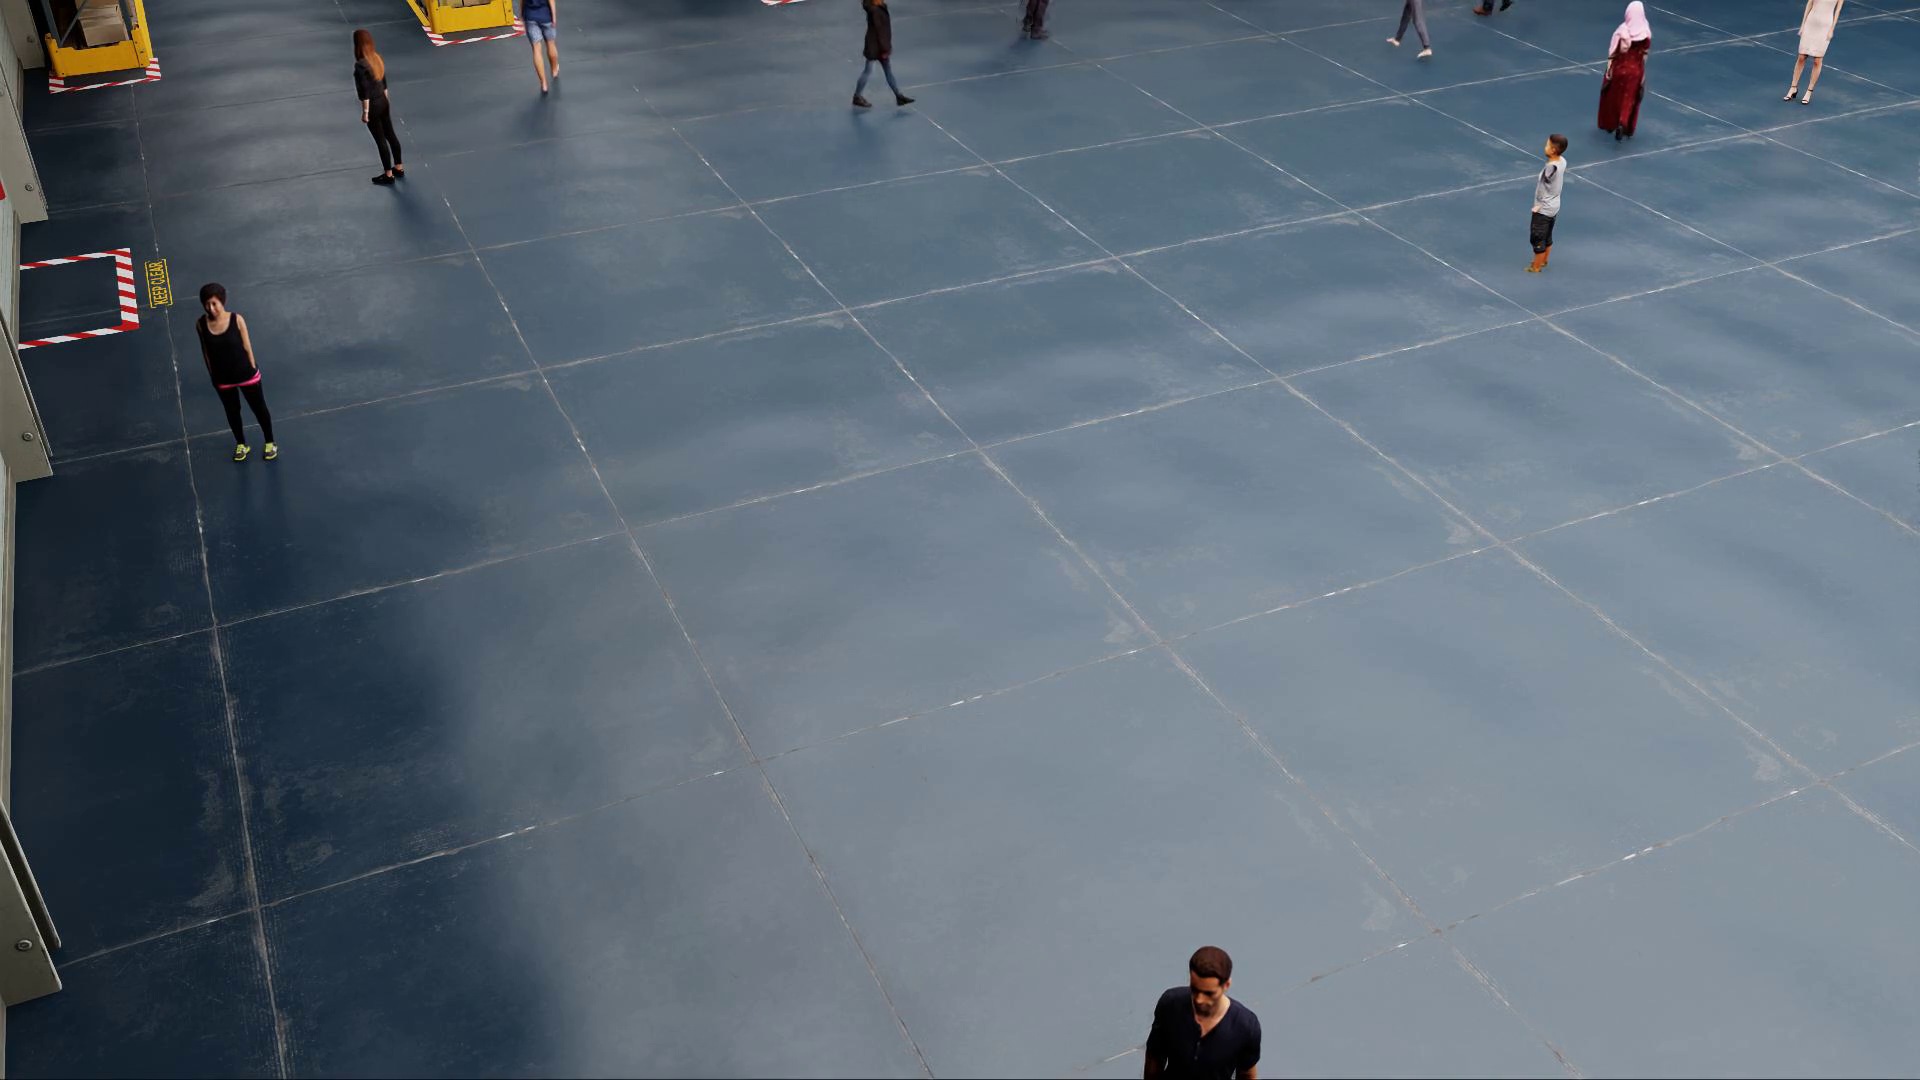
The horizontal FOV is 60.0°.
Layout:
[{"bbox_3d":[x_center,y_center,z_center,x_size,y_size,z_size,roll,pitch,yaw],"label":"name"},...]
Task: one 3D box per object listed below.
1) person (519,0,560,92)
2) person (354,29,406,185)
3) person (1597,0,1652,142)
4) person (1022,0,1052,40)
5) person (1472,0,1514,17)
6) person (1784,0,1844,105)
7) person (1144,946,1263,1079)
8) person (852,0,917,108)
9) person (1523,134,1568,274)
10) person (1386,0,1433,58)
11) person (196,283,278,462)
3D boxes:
[{"bbox_3d":[-5.417,-6.671,21.346,0.850,1.796,1.200,-5,33,-8],"label":"person"},{"bbox_3d":[-6.532,-4.867,18.648,0.733,1.713,0.661,9,34,14],"label":"person"},{"bbox_3d":[7.944,-5.562,19.804,0.997,1.617,1.094,7,34,10],"label":"person"},{"bbox_3d":[1.122,-7.938,23.312,0.778,1.777,0.980,19,37,26],"label":"person"},{"bbox_3d":[7.909,-8.566,24.169,0.854,1.896,0.914,-23,40,-31],"label":"person"},{"bbox_3d":[10.816,-6.437,20.955,0.561,1.831,0.695,26,41,34],"label":"person"},{"bbox_3d":[1.038,2.448,7.268,0.706,1.857,0.767,11,35,16],"label":"person"},{"bbox_3d":[-1.110,-6.147,20.730,1.026,1.590,1.086,3,33,4],"label":"person"},{"bbox_3d":[5.886,-3.407,16.643,0.640,1.453,0.630,20,38,28],"label":"person"},{"bbox_3d":[6.259,-7.409,22.553,0.737,1.718,1.197,-20,38,-27],"label":"person"},{"bbox_3d":[-5.843,-1.364,13.413,0.588,1.549,0.582,-5,33,-8],"label":"person"}]
